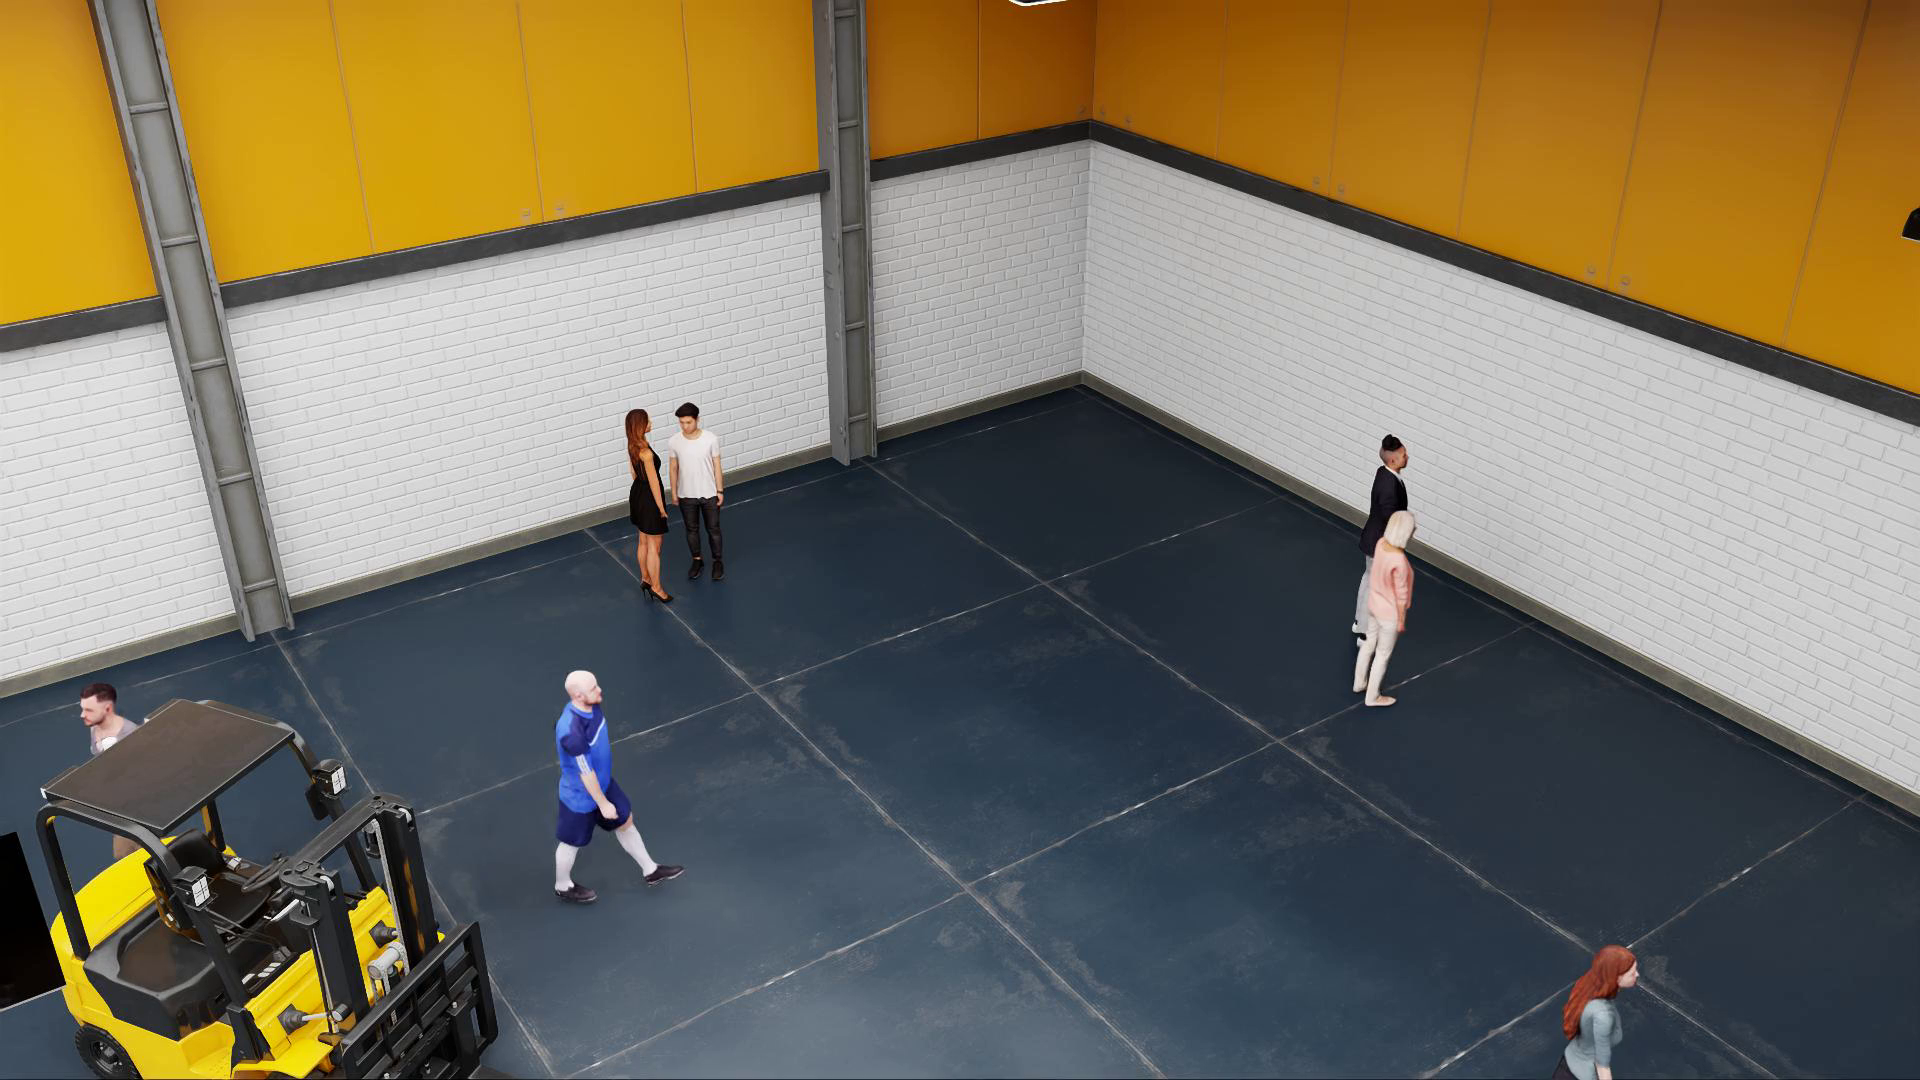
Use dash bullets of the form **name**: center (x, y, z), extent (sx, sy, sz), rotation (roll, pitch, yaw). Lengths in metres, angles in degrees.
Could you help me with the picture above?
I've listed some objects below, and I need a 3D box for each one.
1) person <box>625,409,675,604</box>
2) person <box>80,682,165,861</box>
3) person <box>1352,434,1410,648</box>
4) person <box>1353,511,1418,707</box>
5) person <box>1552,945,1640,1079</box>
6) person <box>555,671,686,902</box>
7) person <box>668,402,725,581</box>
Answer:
- **person**: center (-2.720, -0.294, 14.487), extent (0.509, 1.835, 0.571), rotation (-19, 34, -31)
- **person**: center (-5.307, 1.659, 10.845), extent (0.786, 1.830, 0.860), rotation (18, 33, 29)
- **person**: center (3.506, -0.010, 13.848), extent (0.835, 1.949, 0.791), rotation (3, 29, 6)
- **person**: center (3.349, 0.525, 13.099), extent (0.639, 1.726, 0.662), rotation (-7, 29, -12)
- **person**: center (3.208, 2.859, 8.846), extent (1.085, 1.701, 1.157), rotation (10, 30, 18)
- **person**: center (-2.536, 1.660, 10.942), extent (1.195, 1.799, 1.092), rotation (3, 29, 5)
- **person**: center (-2.340, -0.463, 14.923), extent (0.686, 1.715, 0.778), rotation (1, 29, 1)
